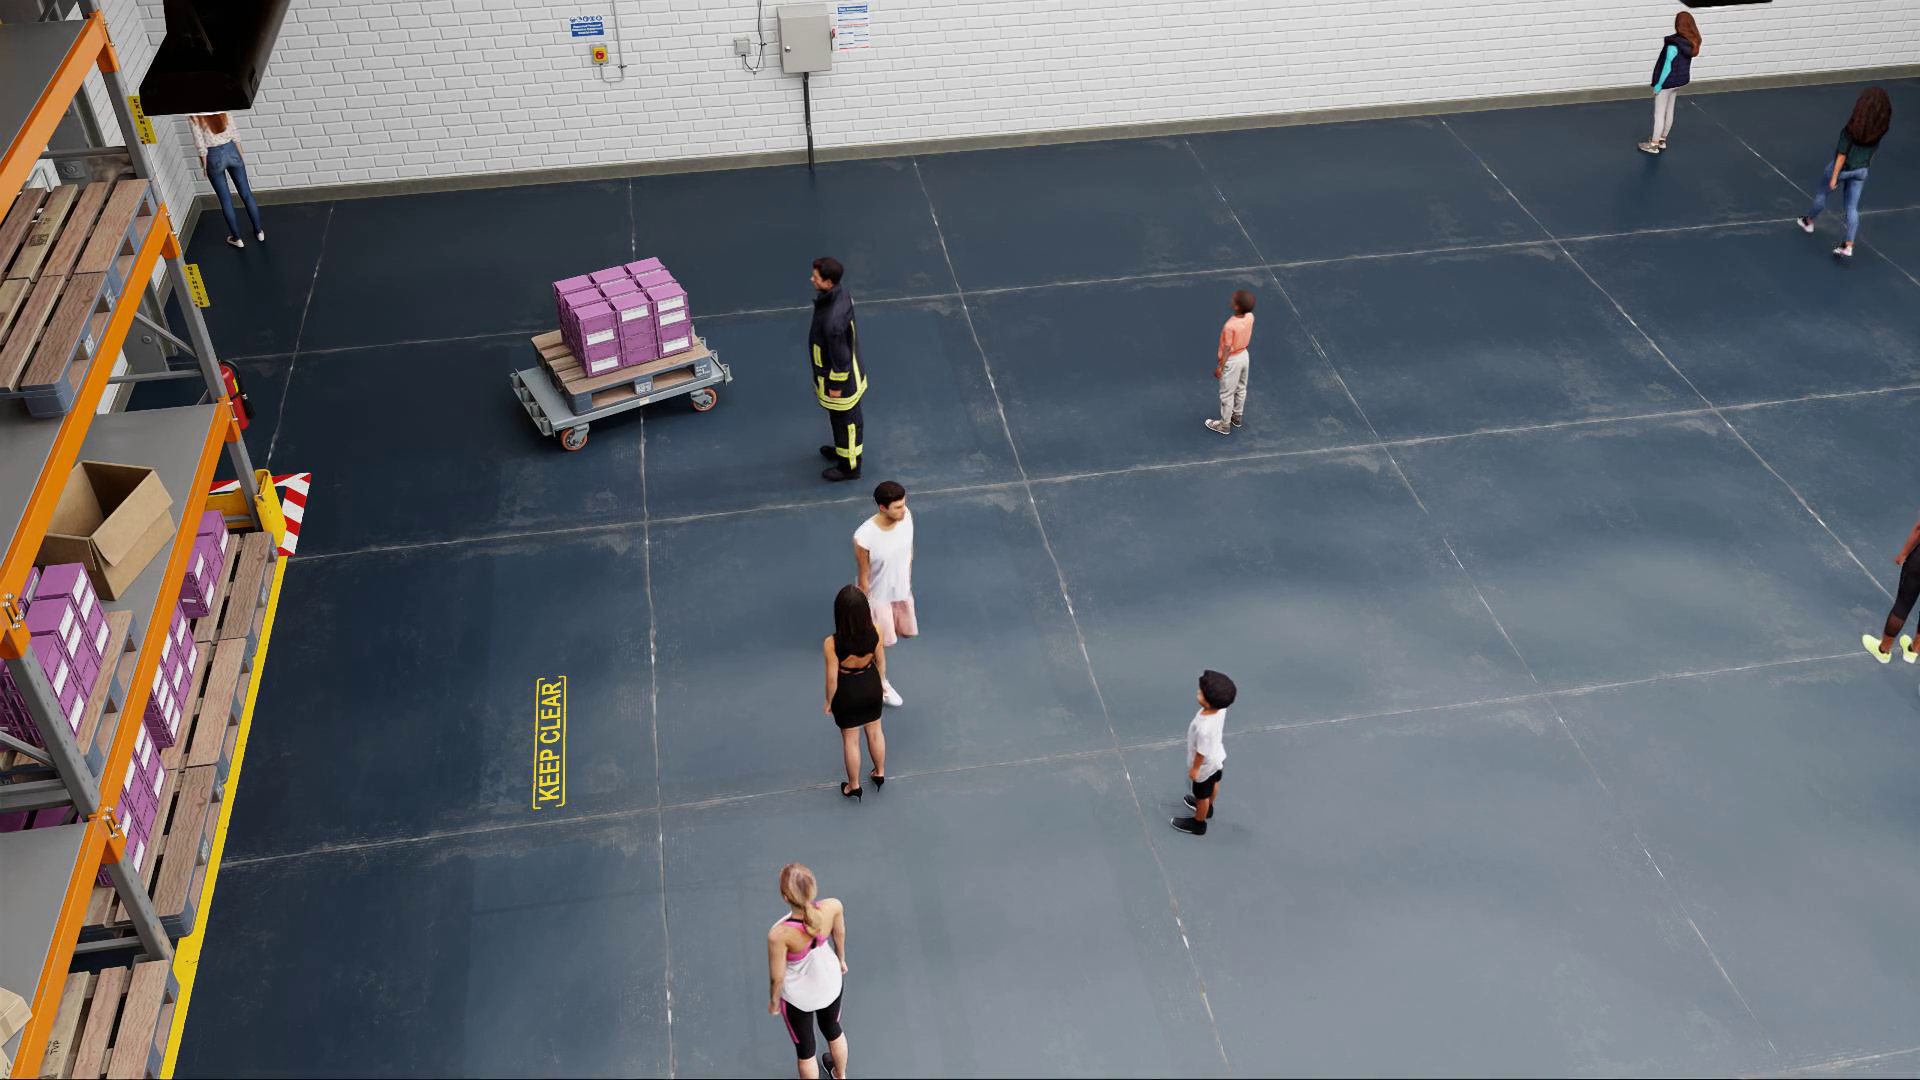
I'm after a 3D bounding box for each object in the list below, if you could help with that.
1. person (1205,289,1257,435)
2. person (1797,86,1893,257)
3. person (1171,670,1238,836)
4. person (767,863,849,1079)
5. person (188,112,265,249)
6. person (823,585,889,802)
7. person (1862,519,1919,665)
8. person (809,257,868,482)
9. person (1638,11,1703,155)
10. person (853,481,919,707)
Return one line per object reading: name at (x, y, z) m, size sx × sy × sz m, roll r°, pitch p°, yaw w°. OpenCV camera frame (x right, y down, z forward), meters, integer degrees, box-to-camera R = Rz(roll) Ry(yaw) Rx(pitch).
person at (2.228, -1.457, 13.466) m, size 0.571 × 1.308 × 0.607 m, roll -28°, pitch 47°, yaw -31°
person at (8.467, -3.445, 15.743) m, size 0.670 × 1.573 × 1.127 m, roll -3°, pitch 39°, yaw -3°
person at (1.502, 1.284, 10.070) m, size 0.640 × 1.262 × 0.574 m, roll 20°, pitch 43°, yaw 24°
person at (-0.755, 2.273, 8.411) m, size 0.691 × 1.787 × 0.684 m, roll -27°, pitch 46°, yaw -30°
person at (-7.014, -3.621, 15.838) m, size 0.653 × 1.729 × 0.667 m, roll -29°, pitch 47°, yaw -31°
person at (-0.630, 0.954, 10.174) m, size 0.624 × 1.648 × 0.583 m, roll -17°, pitch 42°, yaw -20°
person at (6.526, 0.125, 11.128) m, size 0.612 × 1.754 × 0.582 m, roll 2°, pitch 39°, yaw 2°
person at (-0.926, -1.327, 12.807) m, size 0.857 × 1.927 × 0.632 m, roll -2°, pitch 39°, yaw -3°
person at (7.491, -4.833, 17.539) m, size 0.681 × 1.500 × 0.718 m, roll -28°, pitch 46°, yaw -31°
person at (-0.555, 0.282, 10.923) m, size 0.851 × 1.763 × 0.959 m, roll -27°, pitch 46°, yaw -30°
